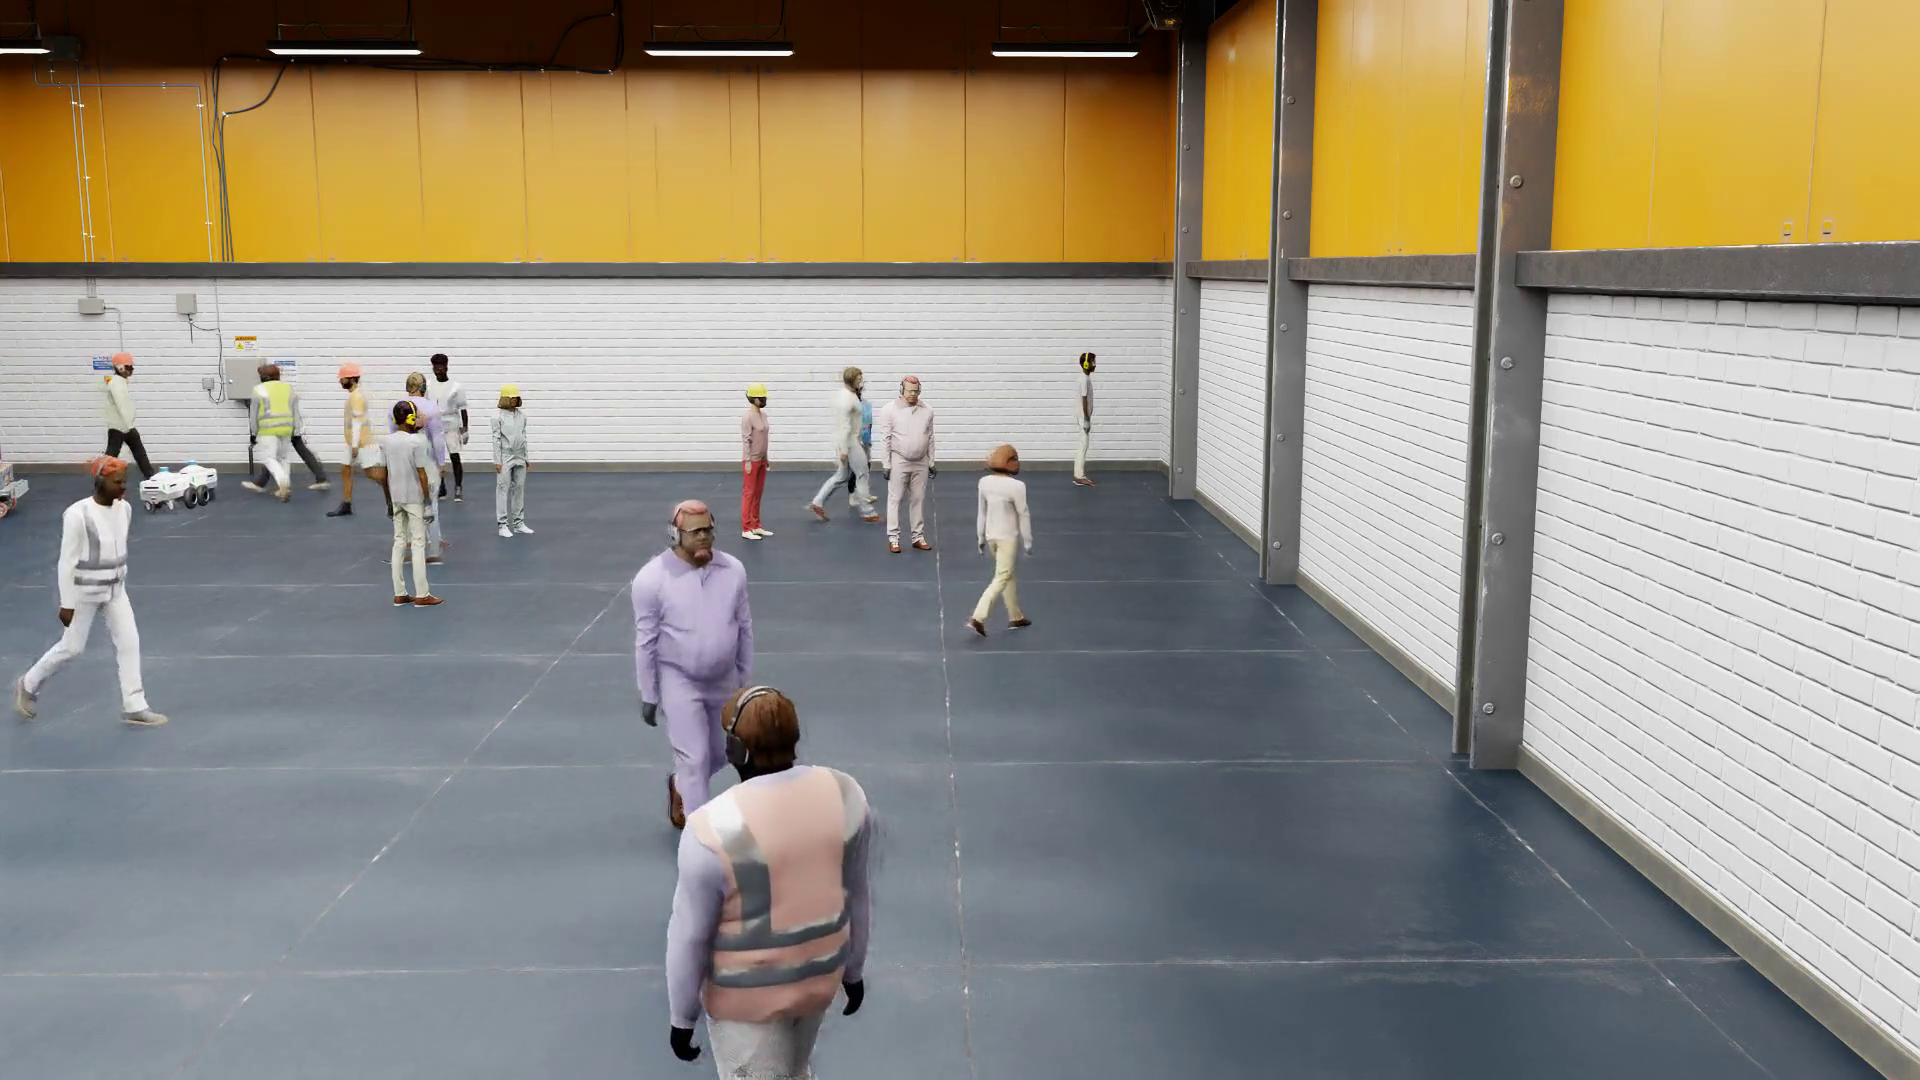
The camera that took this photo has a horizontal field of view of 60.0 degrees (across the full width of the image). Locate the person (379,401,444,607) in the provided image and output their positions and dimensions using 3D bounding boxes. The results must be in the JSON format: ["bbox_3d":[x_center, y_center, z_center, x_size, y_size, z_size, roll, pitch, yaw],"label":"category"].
[{"bbox_3d":[-4.955,-0.323,14.959,0.518,1.862,0.326,4,10,21],"label":"person"}]

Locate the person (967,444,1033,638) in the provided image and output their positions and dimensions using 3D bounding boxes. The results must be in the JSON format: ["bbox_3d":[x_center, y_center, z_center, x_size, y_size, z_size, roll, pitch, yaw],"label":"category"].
[{"bbox_3d":[0.334,0.002,13.767,0.824,1.598,0.512,-9,13,-44],"label":"person"}]

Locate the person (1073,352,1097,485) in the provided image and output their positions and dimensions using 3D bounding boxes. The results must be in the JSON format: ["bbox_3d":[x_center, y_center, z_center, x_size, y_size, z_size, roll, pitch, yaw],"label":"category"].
[{"bbox_3d":[1.765,-1.707,23.421,0.310,1.868,0.533,0,9,-1],"label":"person"}]

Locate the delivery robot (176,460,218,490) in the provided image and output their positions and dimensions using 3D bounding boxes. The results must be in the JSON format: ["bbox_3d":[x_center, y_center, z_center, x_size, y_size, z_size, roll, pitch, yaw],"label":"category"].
[{"bbox_3d":[-9.905,-0.786,21.498,0.477,0.478,0.707,0,9,0],"label":"delivery robot"}]

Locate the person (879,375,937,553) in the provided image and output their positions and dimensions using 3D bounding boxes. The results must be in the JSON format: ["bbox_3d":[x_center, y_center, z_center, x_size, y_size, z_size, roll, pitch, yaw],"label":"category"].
[{"bbox_3d":[-0.541,-0.817,17.868,0.639,1.902,0.407,-5,10,-26],"label":"person"}]

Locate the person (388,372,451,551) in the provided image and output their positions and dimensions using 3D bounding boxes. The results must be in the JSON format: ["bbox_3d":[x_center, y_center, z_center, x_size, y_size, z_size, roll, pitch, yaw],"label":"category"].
[{"bbox_3d":[-5.806,-0.838,17.885,0.630,1.938,0.373,2,10,14],"label":"person"}]

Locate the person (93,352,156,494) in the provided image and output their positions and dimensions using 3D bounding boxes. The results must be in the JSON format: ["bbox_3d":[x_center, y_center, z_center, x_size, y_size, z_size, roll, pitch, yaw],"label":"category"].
[{"bbox_3d":[-10.940,-1.490,21.869,1.048,1.936,0.619,-2,10,-14],"label":"person"}]

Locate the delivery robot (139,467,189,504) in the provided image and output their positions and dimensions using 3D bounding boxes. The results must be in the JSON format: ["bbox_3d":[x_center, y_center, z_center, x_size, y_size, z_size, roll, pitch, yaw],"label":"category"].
[{"bbox_3d":[-9.941,-0.669,20.786,0.477,0.478,0.707,0,9,0],"label":"delivery robot"}]

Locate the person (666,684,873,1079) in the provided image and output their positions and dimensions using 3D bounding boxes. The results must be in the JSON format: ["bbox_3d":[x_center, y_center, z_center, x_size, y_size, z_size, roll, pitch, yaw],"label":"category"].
[{"bbox_3d":[-0.593,1.323,4.951,0.653,1.829,0.521,-8,12,-41],"label":"person"}]

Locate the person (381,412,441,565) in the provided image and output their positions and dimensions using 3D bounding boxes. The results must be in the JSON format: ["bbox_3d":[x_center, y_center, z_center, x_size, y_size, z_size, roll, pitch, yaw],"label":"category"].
[{"bbox_3d":[-5.662,-0.541,17.028,0.705,1.606,0.533,2,9,12],"label":"person"}]

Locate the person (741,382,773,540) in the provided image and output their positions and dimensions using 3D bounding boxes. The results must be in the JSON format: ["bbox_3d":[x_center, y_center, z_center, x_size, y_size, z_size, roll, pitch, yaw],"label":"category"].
[{"bbox_3d":[-2.279,-0.892,18.736,0.331,1.767,0.527,3,10,20],"label":"person"}]

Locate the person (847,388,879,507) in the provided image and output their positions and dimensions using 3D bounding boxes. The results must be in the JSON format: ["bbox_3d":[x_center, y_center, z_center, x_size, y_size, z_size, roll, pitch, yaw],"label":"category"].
[{"bbox_3d":[-1.295,-1.256,21.273,0.388,1.660,0.672,9,13,42],"label":"person"}]

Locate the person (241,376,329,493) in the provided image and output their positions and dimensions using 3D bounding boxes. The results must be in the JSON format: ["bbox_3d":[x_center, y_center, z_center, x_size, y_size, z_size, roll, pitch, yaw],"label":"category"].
[{"bbox_3d":[-9.169,-1.503,22.575,1.111,1.749,0.520,-1,9,-9],"label":"person"}]

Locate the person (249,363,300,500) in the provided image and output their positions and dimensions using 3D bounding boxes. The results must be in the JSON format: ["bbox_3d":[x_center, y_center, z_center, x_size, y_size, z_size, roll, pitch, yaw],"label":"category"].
[{"bbox_3d":[-8.937,-1.409,21.796,0.750,1.810,0.634,8,12,40],"label":"person"}]

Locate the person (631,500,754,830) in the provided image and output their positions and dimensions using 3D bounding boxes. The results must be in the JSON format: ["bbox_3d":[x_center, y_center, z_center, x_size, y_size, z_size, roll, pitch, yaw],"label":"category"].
[{"bbox_3d":[-1.370,0.714,8.554,0.645,1.884,0.813,-7,12,-37],"label":"person"}]

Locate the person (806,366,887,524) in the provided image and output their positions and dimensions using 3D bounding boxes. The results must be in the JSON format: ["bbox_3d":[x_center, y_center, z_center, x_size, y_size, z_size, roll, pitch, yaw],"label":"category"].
[{"bbox_3d":[-1.363,-1.124,19.766,0.938,1.908,0.640,-1,9,-4],"label":"person"}]

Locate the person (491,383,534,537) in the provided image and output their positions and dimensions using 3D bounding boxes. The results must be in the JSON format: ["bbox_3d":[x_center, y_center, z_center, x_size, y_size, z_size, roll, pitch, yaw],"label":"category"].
[{"bbox_3d":[-5.091,-0.912,18.927,0.295,1.743,0.493,6,11,33],"label":"person"}]

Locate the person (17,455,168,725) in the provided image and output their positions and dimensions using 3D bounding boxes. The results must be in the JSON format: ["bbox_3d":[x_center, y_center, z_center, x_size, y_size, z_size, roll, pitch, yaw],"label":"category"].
[{"bbox_3d":[-5.836,0.336,11.055,0.991,1.833,0.602,2,10,14],"label":"person"}]

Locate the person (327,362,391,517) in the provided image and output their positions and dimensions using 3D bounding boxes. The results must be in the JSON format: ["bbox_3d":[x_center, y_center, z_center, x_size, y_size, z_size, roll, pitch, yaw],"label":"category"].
[{"bbox_3d":[-7.317,-1.237,20.473,0.920,1.909,0.548,-5,11,-28],"label":"person"}]

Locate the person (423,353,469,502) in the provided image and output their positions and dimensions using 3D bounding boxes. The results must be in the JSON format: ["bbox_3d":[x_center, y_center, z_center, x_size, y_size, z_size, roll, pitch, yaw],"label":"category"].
[{"bbox_3d":[-6.733,-1.457,21.645,0.681,1.953,0.407,2,9,12],"label":"person"}]
